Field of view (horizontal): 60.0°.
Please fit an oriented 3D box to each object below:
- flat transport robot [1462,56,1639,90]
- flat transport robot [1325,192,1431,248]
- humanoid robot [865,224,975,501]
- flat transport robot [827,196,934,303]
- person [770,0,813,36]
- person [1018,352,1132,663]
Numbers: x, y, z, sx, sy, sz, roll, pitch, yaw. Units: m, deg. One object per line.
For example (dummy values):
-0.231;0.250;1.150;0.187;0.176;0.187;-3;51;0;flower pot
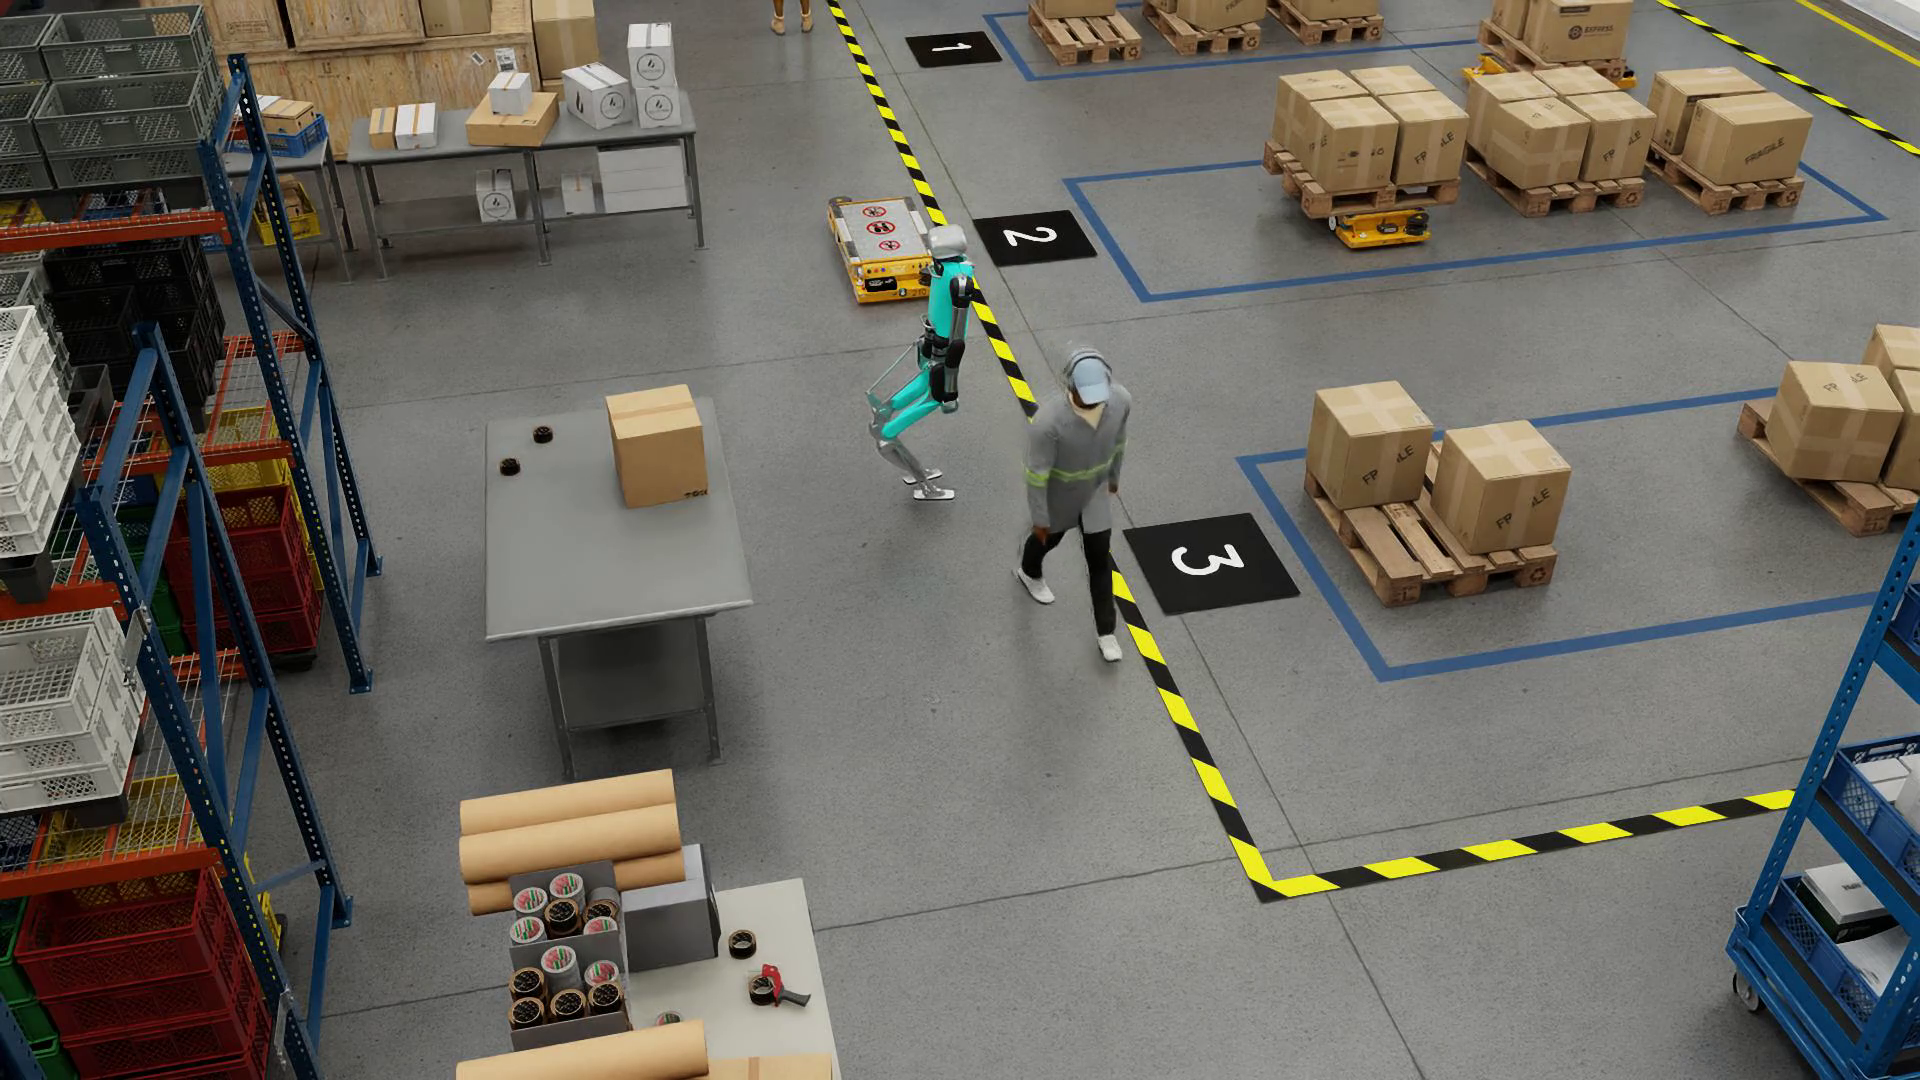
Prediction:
5.449;-4.327;15.346;1.431;0.197;0.652;-8;37;-10;flat transport robot
3.134;-2.740;13.213;0.652;0.197;1.431;-8;37;-10;flat transport robot
-0.281;-0.980;9.528;0.735;1.677;0.533;-8;37;-11;humanoid robot
-0.570;-2.220;12.538;0.659;0.231;1.431;-8;37;-10;flat transport robot
-1.700;-5.898;15.995;0.604;2.045;0.383;-7;37;-9;person
0.600;-0.254;8.613;0.624;1.790;0.990;-15;39;-19;person
